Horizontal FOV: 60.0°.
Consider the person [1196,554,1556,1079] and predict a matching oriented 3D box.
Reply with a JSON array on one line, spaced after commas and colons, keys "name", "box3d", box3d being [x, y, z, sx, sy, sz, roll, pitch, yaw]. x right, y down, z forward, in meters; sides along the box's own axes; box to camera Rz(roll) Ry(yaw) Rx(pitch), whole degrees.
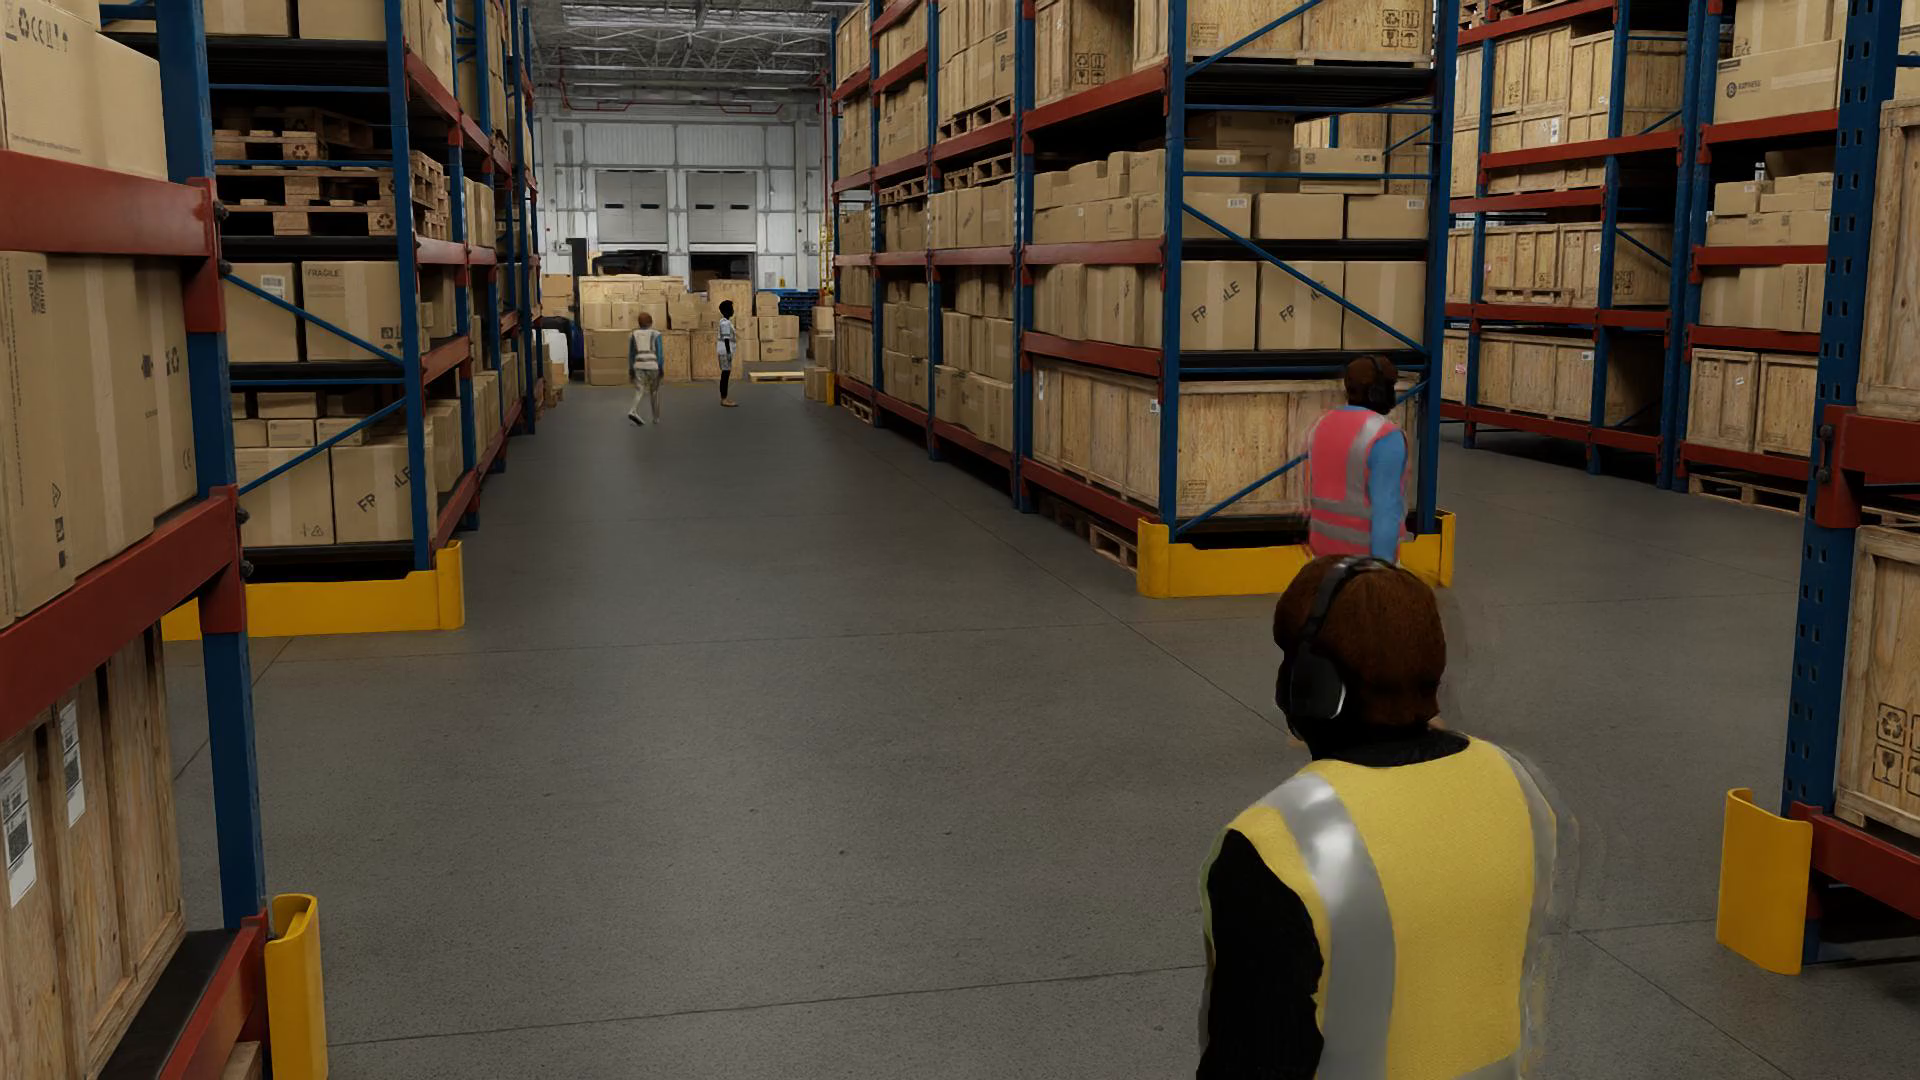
[{"name": "person", "box3d": [0.551, 0.928, 2.365, 0.624, 1.832, 0.433, -6, 11, -32]}]

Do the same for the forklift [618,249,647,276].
[{"name": "forklift", "box3d": [-11.221, -8.596, 57.218, 1.129, 2.768, 1.873, -6, 11, -31]}]

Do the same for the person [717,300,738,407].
[{"name": "person", "box3d": [-3.717, -2.971, 26.536, 0.319, 1.696, 0.532, -2, 10, -12]}]

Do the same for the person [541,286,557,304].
[{"name": "person", "box3d": [-14.531, -8.388, 58.849, 0.588, 1.927, 0.370, -2, 9, -11]}]

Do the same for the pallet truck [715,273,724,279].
[{"name": "pallet truck", "box3d": [-8.580, -8.986, 62.280, 1.885, 1.965, 0.823, 1, 9, 5]}]

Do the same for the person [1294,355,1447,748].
[{"name": "person", "box3d": [1.923, 0.062, 7.673, 0.853, 1.810, 0.664, -4, 10, -23]}]

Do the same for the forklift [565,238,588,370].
[{"name": "forklift", "box3d": [-8.014, -4.966, 35.095, 1.873, 2.768, 1.129, -2, 10, -12]}]

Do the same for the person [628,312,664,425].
[{"name": "person", "box3d": [-4.453, -2.415, 23.458, 0.552, 1.596, 0.758, 1, 9, 8]}]
